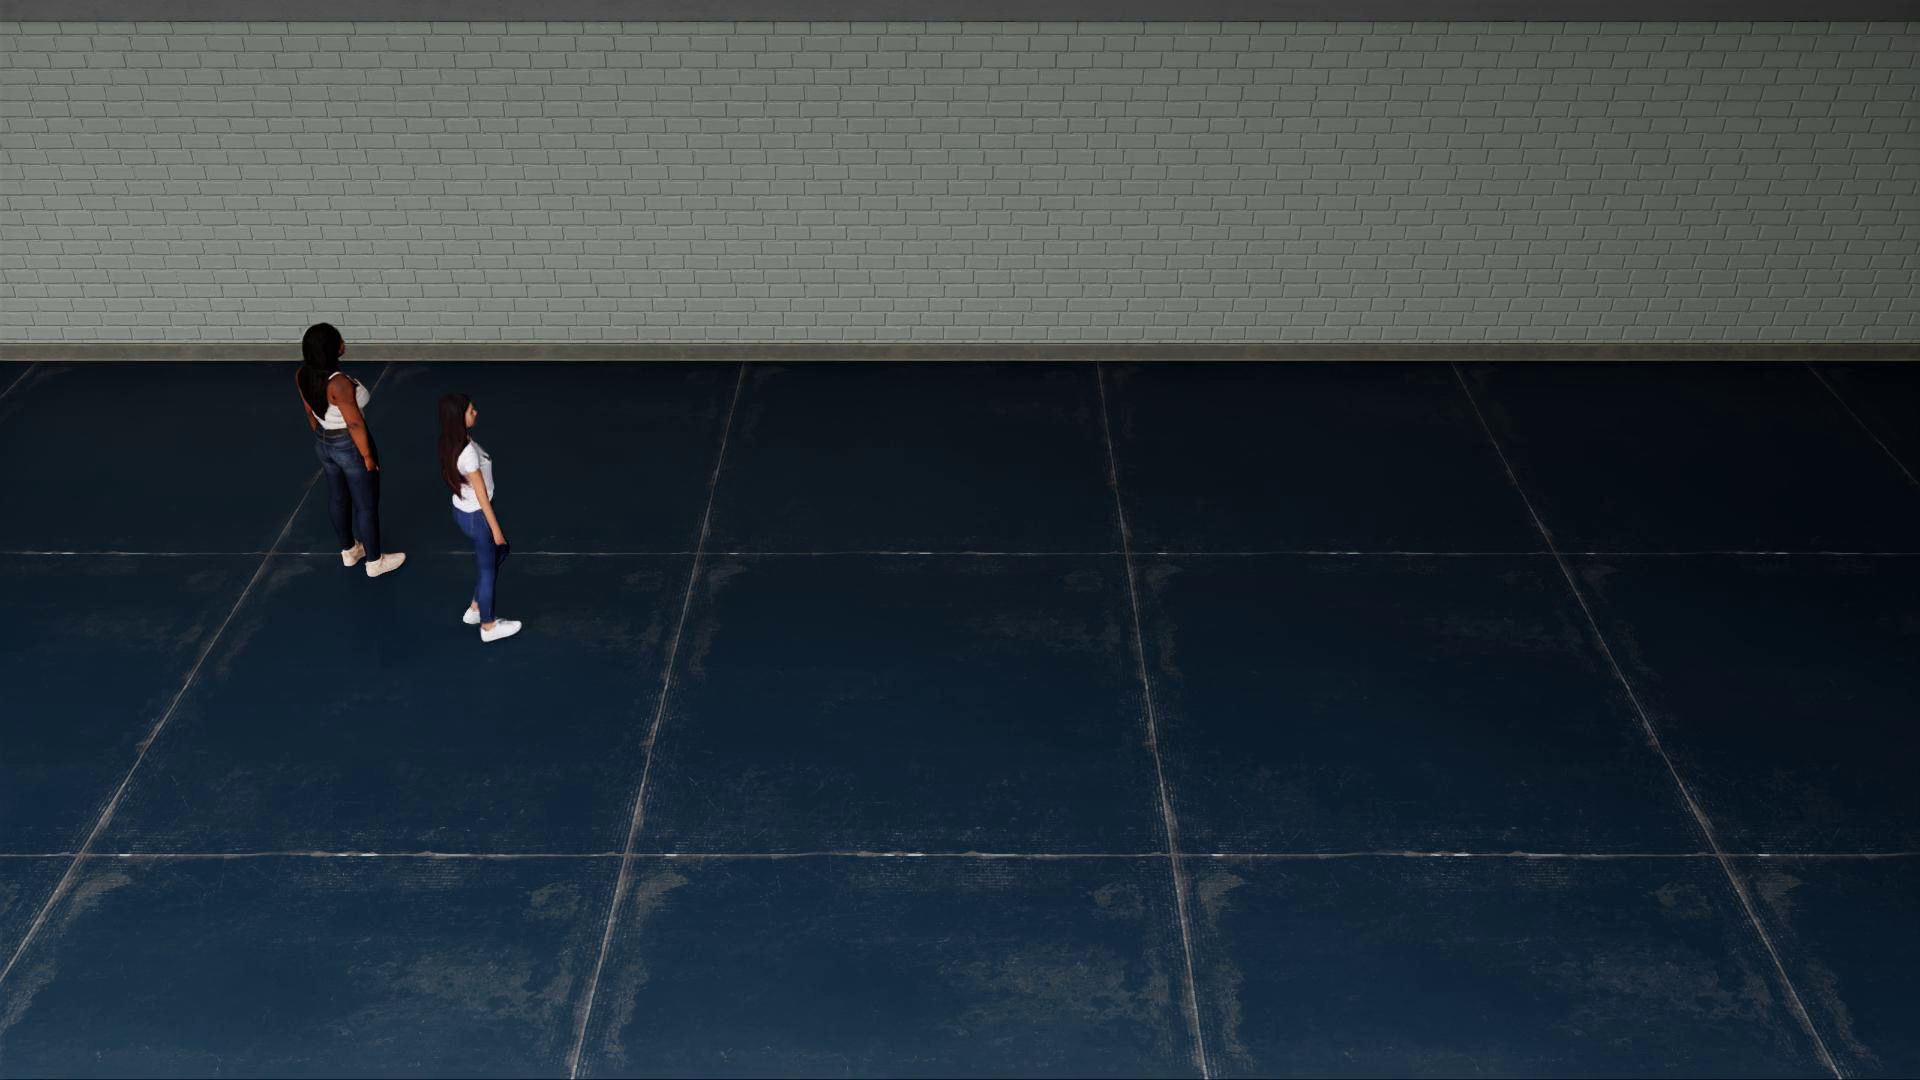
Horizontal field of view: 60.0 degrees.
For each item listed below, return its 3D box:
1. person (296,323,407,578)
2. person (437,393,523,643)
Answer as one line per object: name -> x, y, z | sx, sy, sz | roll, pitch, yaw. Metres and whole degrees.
person -> -4.094, -0.600, 11.040 | 0.751, 1.808, 0.782 | 21, 38, 28
person -> -3.080, -0.097, 10.307 | 0.789, 1.764, 0.710 | -18, 37, -25
